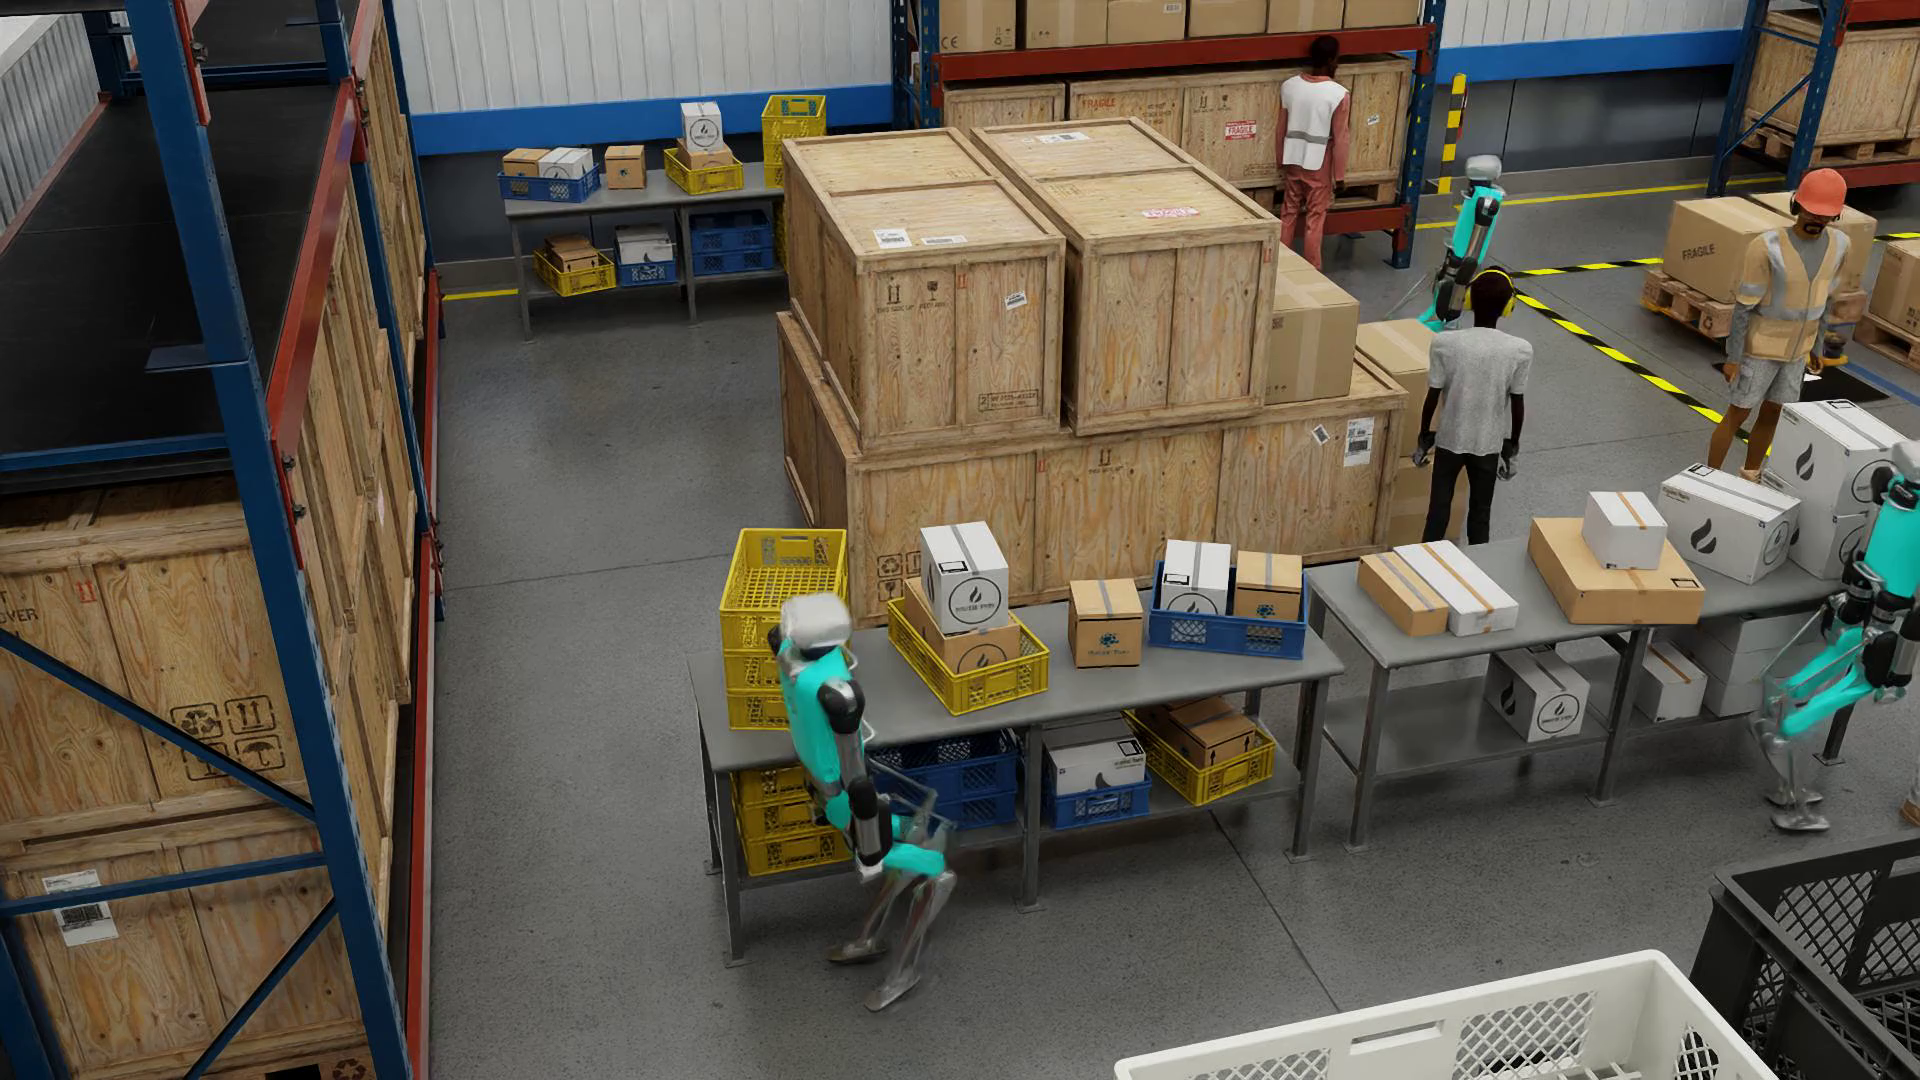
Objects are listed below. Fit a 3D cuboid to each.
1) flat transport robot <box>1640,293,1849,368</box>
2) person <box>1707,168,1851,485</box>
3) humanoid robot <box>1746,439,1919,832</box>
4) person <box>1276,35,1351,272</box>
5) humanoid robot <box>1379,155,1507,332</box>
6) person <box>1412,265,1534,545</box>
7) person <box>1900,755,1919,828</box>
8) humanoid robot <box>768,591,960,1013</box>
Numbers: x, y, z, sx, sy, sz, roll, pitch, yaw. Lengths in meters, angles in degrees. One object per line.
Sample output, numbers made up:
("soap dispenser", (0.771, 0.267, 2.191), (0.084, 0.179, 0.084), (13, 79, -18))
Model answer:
("flat transport robot", (5.618, -1.577, 11.950), (0.652, 0.197, 1.431), (-7, 30, -13))
("person", (4.540, -1.061, 9.208), (0.612, 2.039, 0.385), (-6, 29, -11))
("humanoid robot", (3.528, 0.417, 6.774), (0.674, 1.745, 0.548), (-1, 29, -3))
("person", (2.623, -2.809, 12.508), (0.592, 1.915, 0.374), (25, 37, 37))
("humanoid robot", (2.840, -1.498, 10.319), (0.861, 1.782, 0.600), (5, 29, 10))
("person", (2.538, -0.462, 8.298), (0.524, 1.868, 0.321), (8, 30, 14))
("person", (4.292, 0.404, 6.765), (0.631, 1.835, 0.430), (-13, 31, -22))
("humanoid robot", (-0.257, 0.876, 5.869), (0.738, 1.673, 0.531), (-15, 32, -26))
